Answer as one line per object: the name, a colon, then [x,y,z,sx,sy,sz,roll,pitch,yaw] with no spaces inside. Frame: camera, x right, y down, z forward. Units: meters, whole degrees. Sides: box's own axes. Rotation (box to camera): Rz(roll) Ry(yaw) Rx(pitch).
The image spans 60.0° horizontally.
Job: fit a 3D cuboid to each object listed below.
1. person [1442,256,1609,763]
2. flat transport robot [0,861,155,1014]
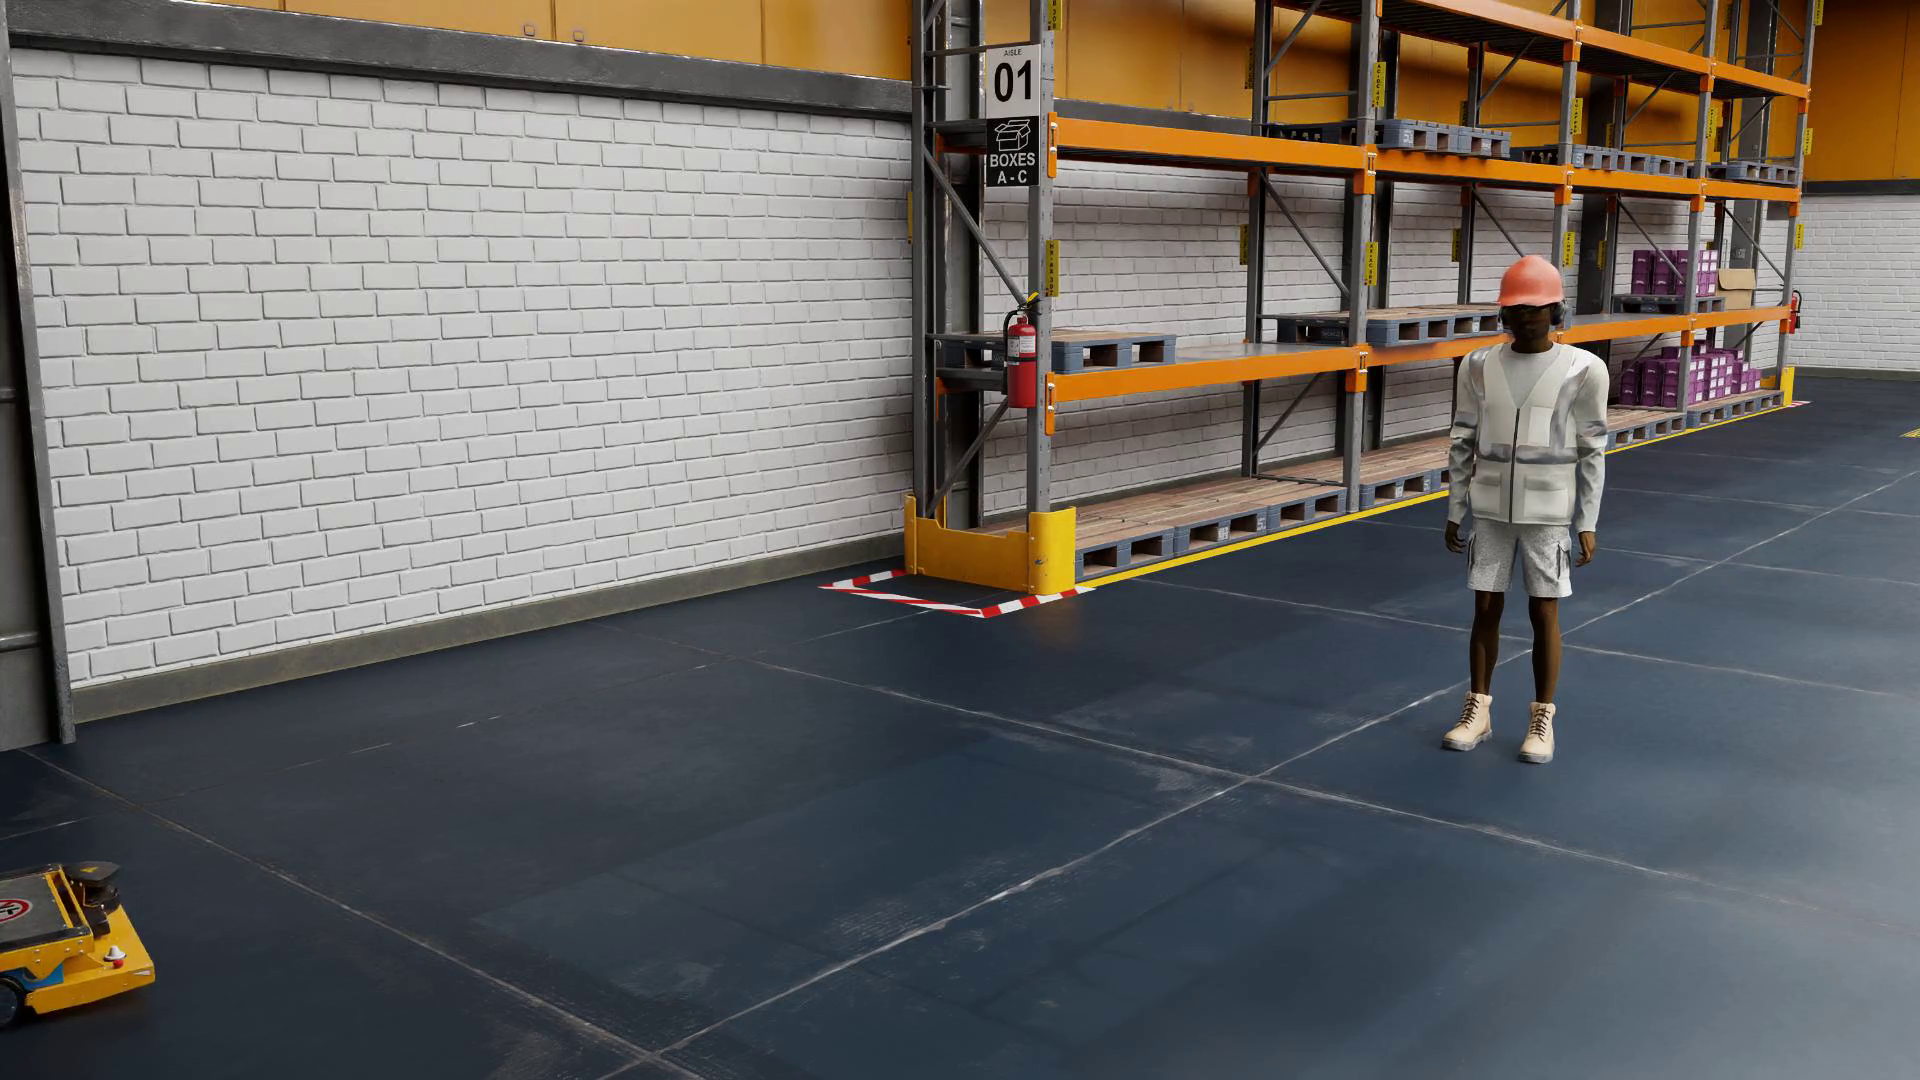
person: [2.264,-0.115,6.733,0.616,2.039,0.384,7,12,34]
flat transport robot: [-3.000,1.171,4.449,1.431,0.197,0.652,-7,12,-35]
